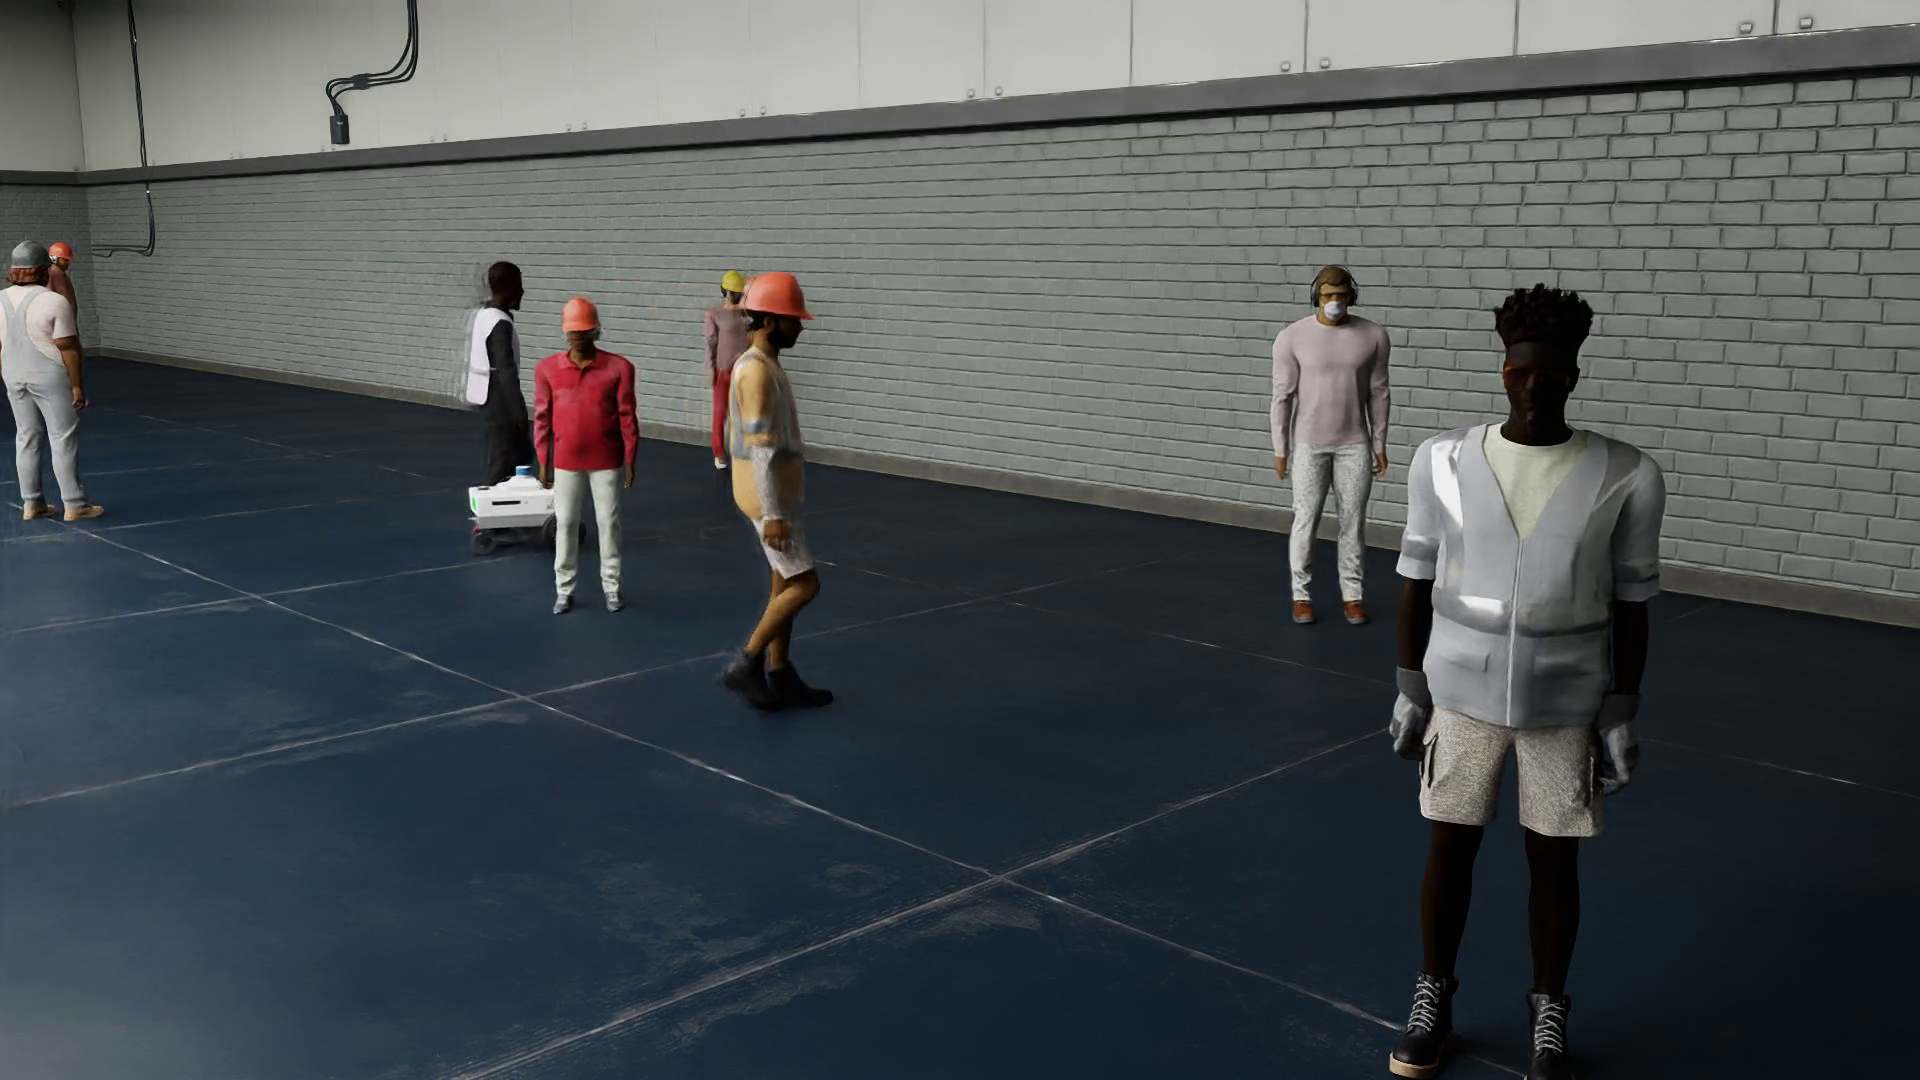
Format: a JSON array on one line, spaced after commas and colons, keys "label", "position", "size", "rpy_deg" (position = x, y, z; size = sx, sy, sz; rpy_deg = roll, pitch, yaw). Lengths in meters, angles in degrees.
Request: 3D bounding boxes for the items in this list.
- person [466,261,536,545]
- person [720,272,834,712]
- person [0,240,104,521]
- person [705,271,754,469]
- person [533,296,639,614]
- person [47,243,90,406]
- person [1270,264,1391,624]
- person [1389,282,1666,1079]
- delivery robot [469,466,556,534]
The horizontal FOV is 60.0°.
[{"label": "person", "position": [-3.050, -0.896, 11.114], "size": [0.477, 1.893, 0.630], "rpy_deg": [-4, 11, -22]}, {"label": "person", "position": [-0.782, -0.184, 7.155], "size": [0.390, 1.920, 0.579], "rpy_deg": [-1, 10, -3]}, {"label": "person", "position": [-6.674, -1.160, 12.172], "size": [0.682, 2.000, 0.537], "rpy_deg": [2, 11, 11]}, {"label": "person", "position": [-2.021, -1.516, 14.877], "size": [0.522, 1.763, 0.319], "rpy_deg": [-7, 12, -33]}, {"label": "person", "position": [-2.053, -0.459, 9.151], "size": [0.567, 1.747, 0.350], "rpy_deg": [-1, 10, -5]}, {"label": "person", "position": [-10.818, -2.583, 20.076], "size": [0.393, 1.986, 0.610], "rpy_deg": [-1, 10, -7]}, {"label": "person", "position": [1.974, -0.502, 8.910], "size": [0.635, 1.927, 0.380], "rpy_deg": [0, 10, 0]}, {"label": "person", "position": [1.342, 0.372, 4.017], "size": [0.602, 1.967, 0.368], "rpy_deg": [4, 11, 23]}, {"label": "delivery robot", "position": [-2.879, -0.247, 10.991], "size": [0.707, 0.478, 0.477], "rpy_deg": [-3, 11, -17]}]
